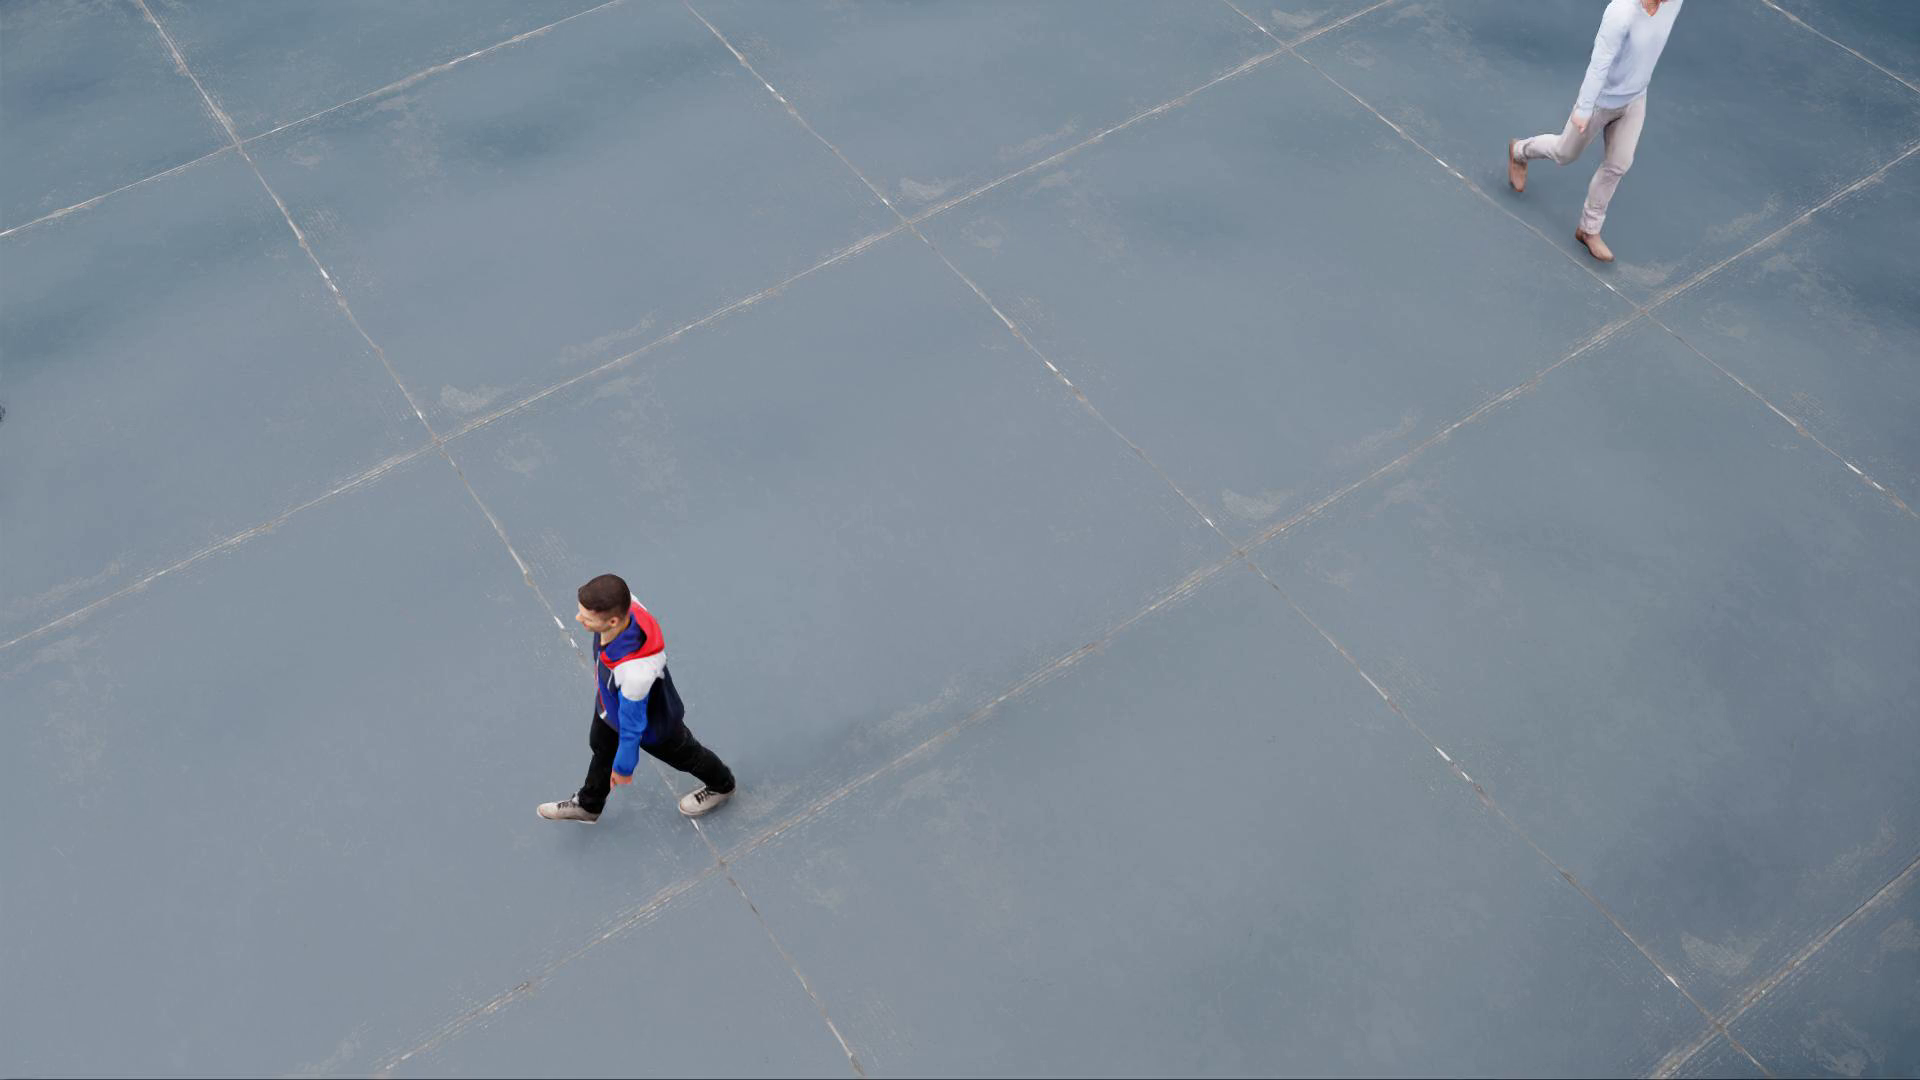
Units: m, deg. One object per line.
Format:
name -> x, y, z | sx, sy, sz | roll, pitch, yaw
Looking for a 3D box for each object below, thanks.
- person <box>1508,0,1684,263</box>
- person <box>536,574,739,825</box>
person -> 3.514, -2.480, 9.155 | 0.810, 1.863, 1.230 | -18, 54, -14
person -> -1.210, 0.668, 6.807 | 0.884, 1.719, 1.094 | -18, 54, -13
